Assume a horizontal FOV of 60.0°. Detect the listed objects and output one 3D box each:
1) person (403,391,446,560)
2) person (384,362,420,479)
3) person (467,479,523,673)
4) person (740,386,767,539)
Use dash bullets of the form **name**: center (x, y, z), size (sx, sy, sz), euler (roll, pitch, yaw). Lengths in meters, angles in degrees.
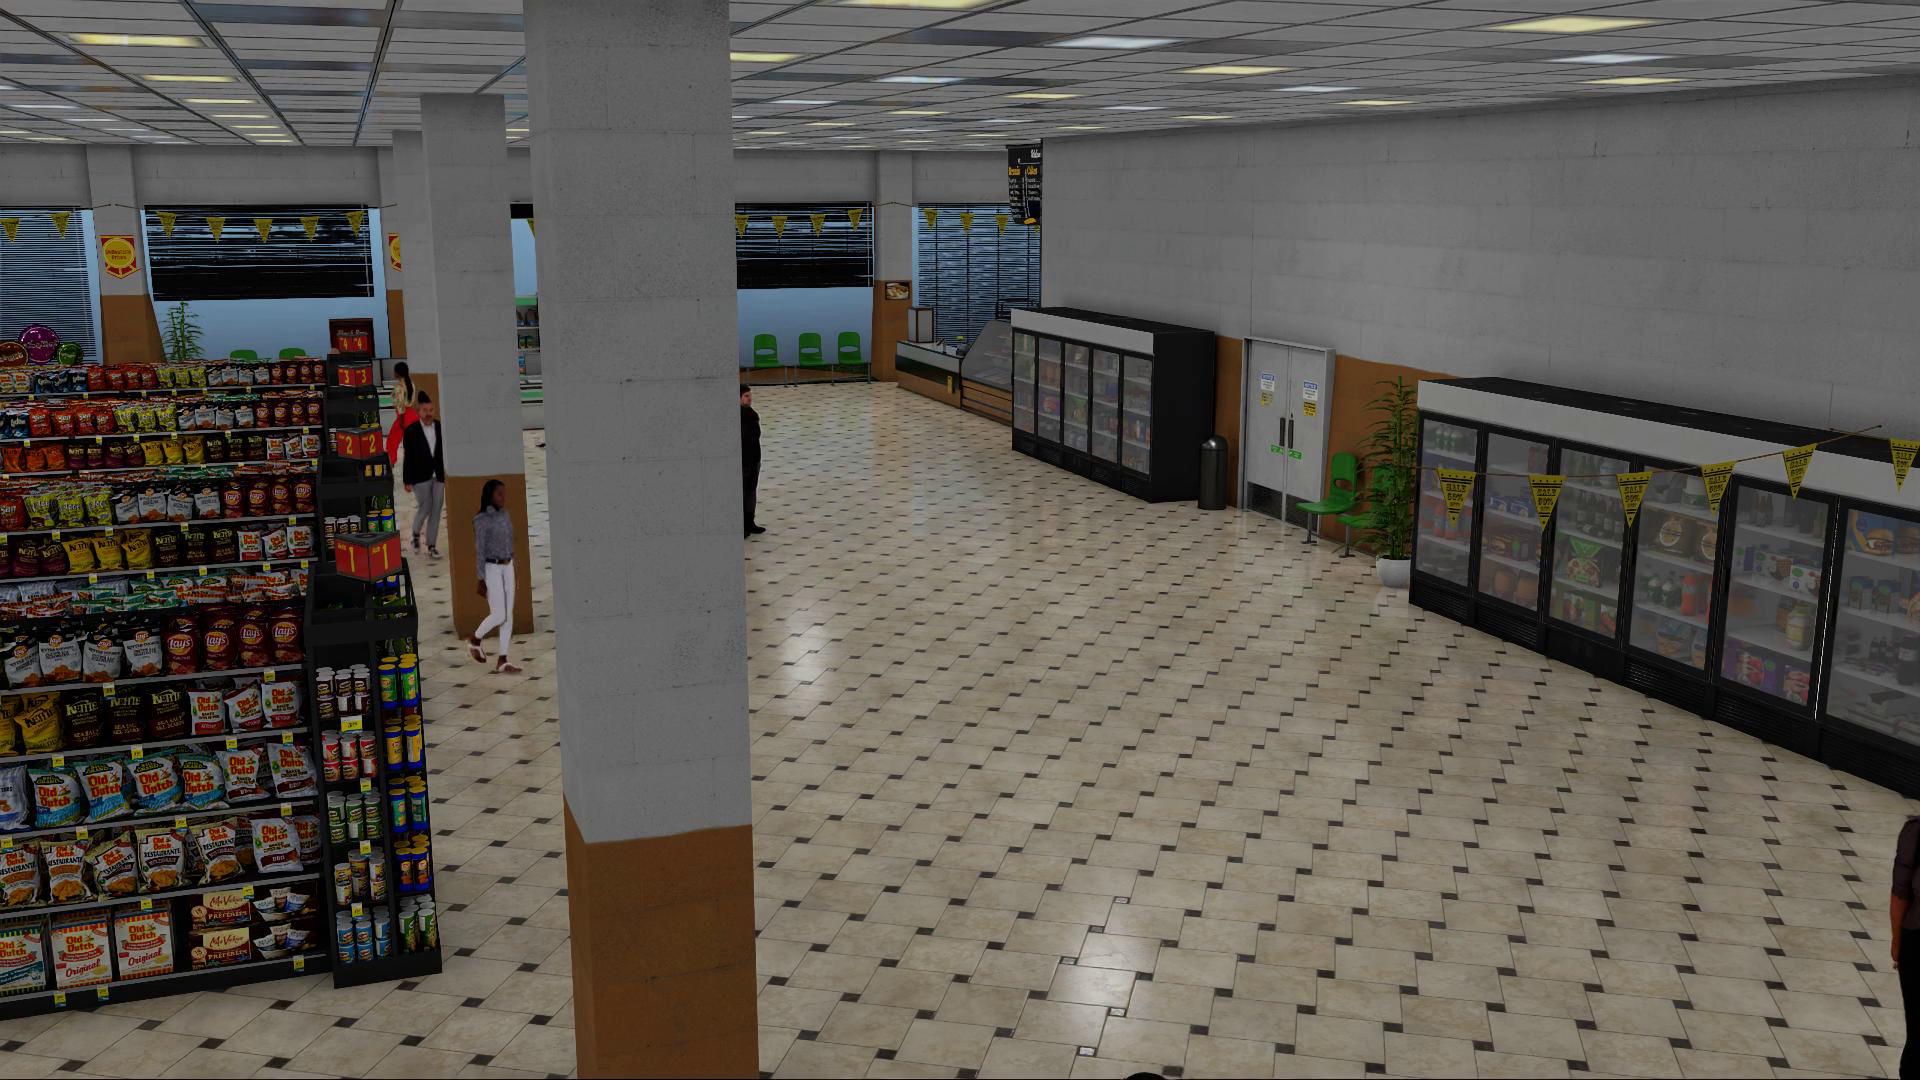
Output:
- **person**: center (-6.132, -0.754, 19.080), size (0.848, 1.939, 0.934), euler (-10, 15, -39)
- **person**: center (-7.784, -1.624, 23.627), size (1.054, 1.768, 0.911), euler (3, 12, 13)
- **person**: center (-4.119, 0.320, 14.538), size (0.907, 1.709, 0.852), euler (6, 13, 28)
- **person**: center (-2.637, -0.967, 20.335), size (0.847, 1.838, 0.764), euler (7, 14, 28)
